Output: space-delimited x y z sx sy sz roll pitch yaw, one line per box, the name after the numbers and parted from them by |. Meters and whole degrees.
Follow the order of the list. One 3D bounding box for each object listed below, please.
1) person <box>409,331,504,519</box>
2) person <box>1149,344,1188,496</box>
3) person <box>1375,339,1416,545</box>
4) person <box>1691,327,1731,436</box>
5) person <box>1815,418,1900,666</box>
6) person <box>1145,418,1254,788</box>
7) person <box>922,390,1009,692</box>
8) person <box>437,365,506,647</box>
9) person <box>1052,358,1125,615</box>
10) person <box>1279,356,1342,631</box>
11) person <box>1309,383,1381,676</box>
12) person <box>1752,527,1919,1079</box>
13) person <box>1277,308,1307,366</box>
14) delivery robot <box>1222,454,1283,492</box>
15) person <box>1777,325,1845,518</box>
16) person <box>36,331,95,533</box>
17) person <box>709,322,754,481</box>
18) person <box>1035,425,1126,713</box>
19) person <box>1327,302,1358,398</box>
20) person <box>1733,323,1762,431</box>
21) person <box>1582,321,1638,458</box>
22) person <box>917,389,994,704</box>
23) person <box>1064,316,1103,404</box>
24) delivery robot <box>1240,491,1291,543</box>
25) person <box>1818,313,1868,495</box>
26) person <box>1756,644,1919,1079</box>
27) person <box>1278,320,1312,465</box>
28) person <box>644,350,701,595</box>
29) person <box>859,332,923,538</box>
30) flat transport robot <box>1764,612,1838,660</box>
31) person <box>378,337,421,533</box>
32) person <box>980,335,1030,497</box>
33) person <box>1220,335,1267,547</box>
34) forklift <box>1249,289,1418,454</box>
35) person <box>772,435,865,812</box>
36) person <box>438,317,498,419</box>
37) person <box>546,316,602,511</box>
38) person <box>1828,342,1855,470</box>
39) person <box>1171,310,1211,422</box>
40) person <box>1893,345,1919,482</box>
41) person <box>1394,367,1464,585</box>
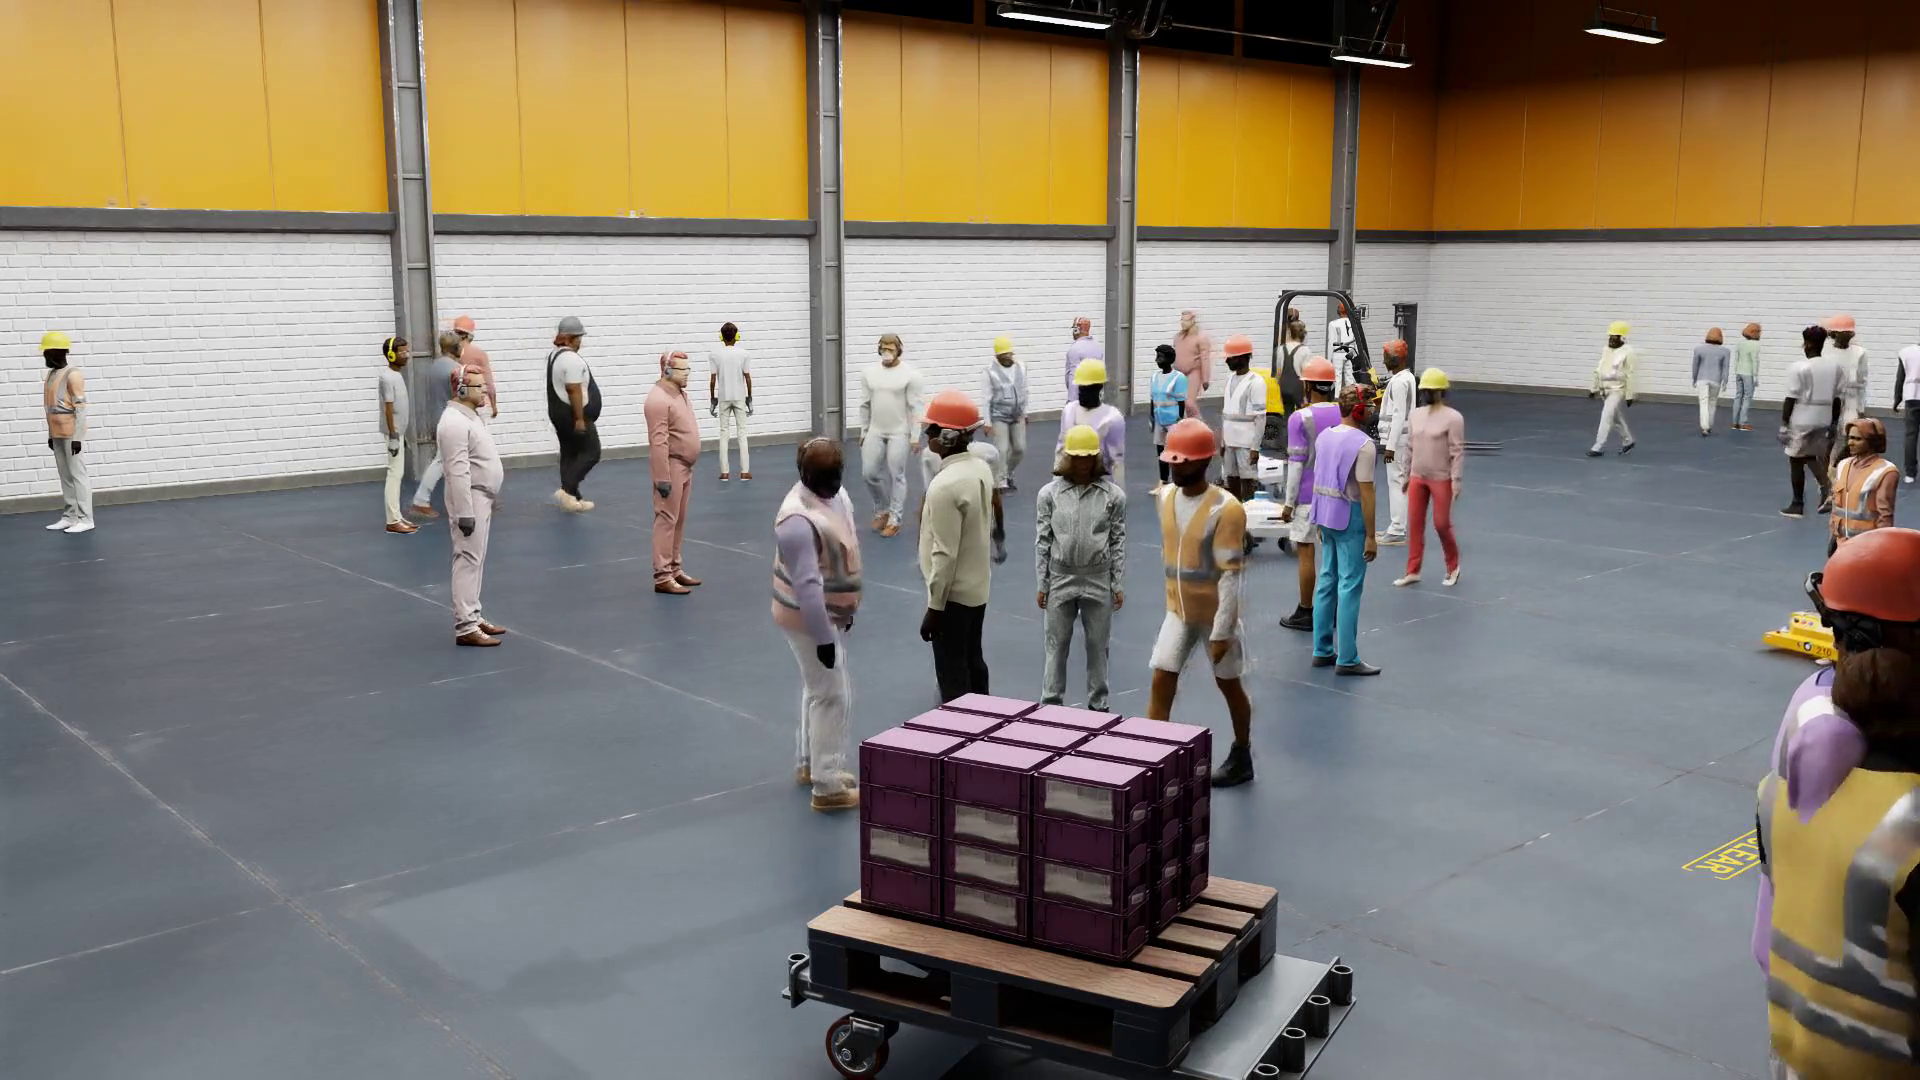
-5.170 -1.170 16.855 1.023 1.897 0.634 -7 12 -34 | person
2.273 -1.292 18.145 0.327 1.686 0.537 -7 12 -36 | person
3.982 -0.891 15.209 0.355 1.887 0.574 4 10 21 | person
11.055 -2.334 24.513 0.498 1.598 0.838 3 10 19 | person
5.687 0.043 10.500 0.317 1.630 0.511 -2 10 -11 | person
1.110 0.347 7.991 1.039 1.868 0.557 -8 13 -41 | person
-0.009 0.010 10.148 0.506 1.824 0.928 4 10 21 | person
-3.310 -0.238 11.324 0.408 1.906 0.654 -2 10 -9 | person
0.971 -0.404 12.319 0.863 1.899 0.605 -7 12 -37 | person
2.501 -0.323 11.732 0.542 1.938 0.357 -5 11 -27 | person
2.422 -0.068 10.506 0.372 1.843 0.570 -4 10 -21 | person
2.032 0.977 3.814 0.388 2.041 0.615 5 11 29 | person
5.071 -2.640 25.578 0.429 1.843 0.630 -2 10 -12 | person
3.170 -0.750 18.002 0.707 0.478 0.477 -8 12 -37 | delivery robot
8.533 -1.178 16.701 0.610 1.954 0.452 -3 10 -15 | person
-8.561 -1.031 15.907 0.587 1.927 0.367 7 12 36 | person
-2.686 -1.621 19.554 0.514 1.864 0.329 -1 10 -4 | person
0.648 0.244 8.984 0.491 1.742 0.300 0 10 0 | person
6.386 -3.038 27.786 0.578 1.883 0.353 -3 10 -17 | person
11.966 -2.476 25.267 0.302 1.622 0.546 -1 10 -6 | person
8.594 -1.972 21.802 0.902 1.798 0.583 -2 10 -14 | person
-0.029 0.260 8.142 0.375 1.997 0.609 3 10 19 | person
1.467 -1.758 20.228 0.403 1.906 0.652 7 12 34 | person
2.647 -0.185 14.693 0.707 0.478 0.477 0 10 -2 | delivery robot
9.584 -1.459 18.133 0.636 2.019 0.429 0 10 2 | person
1.996 1.148 3.539 0.430 1.805 0.812 -1 10 -5 | person
4.222 -1.841 20.938 0.515 1.835 0.397 9 14 44 | person
-2.235 -0.537 13.081 0.402 1.904 0.651 1 10 6 | person
-0.656 -0.982 15.604 0.661 1.928 0.422 4 10 21 | person
6.185 0.600 11.198 1.431 0.197 0.652 -5 11 -27 | flat transport robot
-5.375 -0.997 15.904 0.329 1.863 0.513 -2 10 -9 | person
0.483 -1.356 18.231 0.638 1.787 0.627 -5 11 -29 | person
2.517 -0.885 15.047 0.371 1.927 0.552 -5 11 -25 | person
5.034 -2.339 22.783 2.313 2.155 1.214 3 10 16 | forklift
-0.652 0.386 7.977 0.484 1.805 0.660 1 10 5 | person
-5.673 -1.601 19.225 0.636 1.940 1.001 2 10 12 | person
-3.958 -1.293 17.110 0.536 2.000 0.702 -6 11 -31 | person
10.789 -1.636 20.356 0.531 1.613 0.554 8 13 39 | person
3.203 -2.289 23.393 0.416 1.892 0.662 -6 12 -33 | person
11.349 -1.637 19.597 0.616 1.875 0.948 7 12 34 | person
3.779 -0.497 13.307 0.414 1.777 0.536 -8 12 -38 | person
